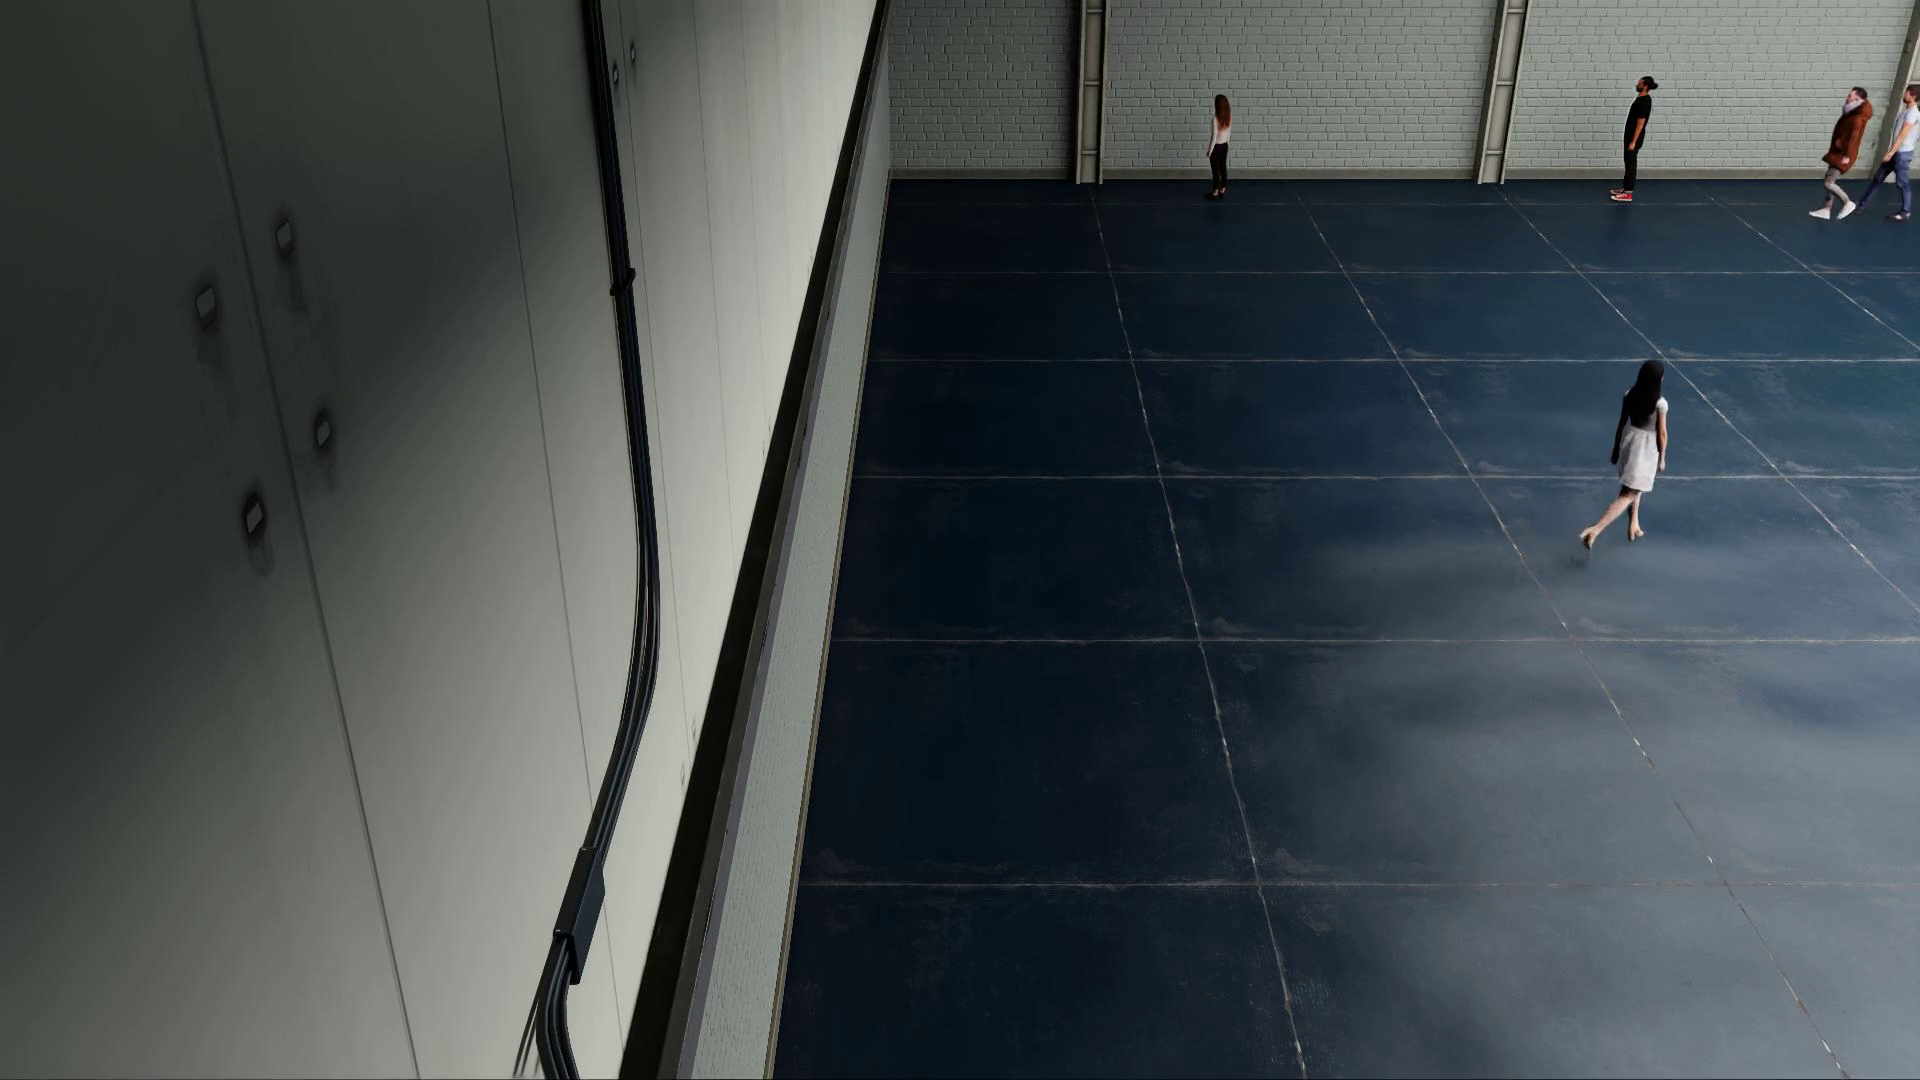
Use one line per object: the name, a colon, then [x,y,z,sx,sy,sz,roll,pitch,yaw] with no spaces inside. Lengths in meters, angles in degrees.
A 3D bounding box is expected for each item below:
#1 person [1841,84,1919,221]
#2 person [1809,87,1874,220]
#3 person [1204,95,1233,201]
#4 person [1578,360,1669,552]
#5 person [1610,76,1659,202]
person: [12.997,-5.271,22.796,1.181,1.829,0.858,7,29,13]
person: [12.171,-5.257,22.774,0.930,1.826,0.858,9,29,17]
person: [3.724,-5.628,23.834,0.602,1.484,0.679,-21,35,-34]
person: [5.743,-0.657,14.233,1.234,1.734,1.011,-16,32,-27]
person: [9.645,-5.749,23.771,0.689,1.757,0.699,8,29,15]
